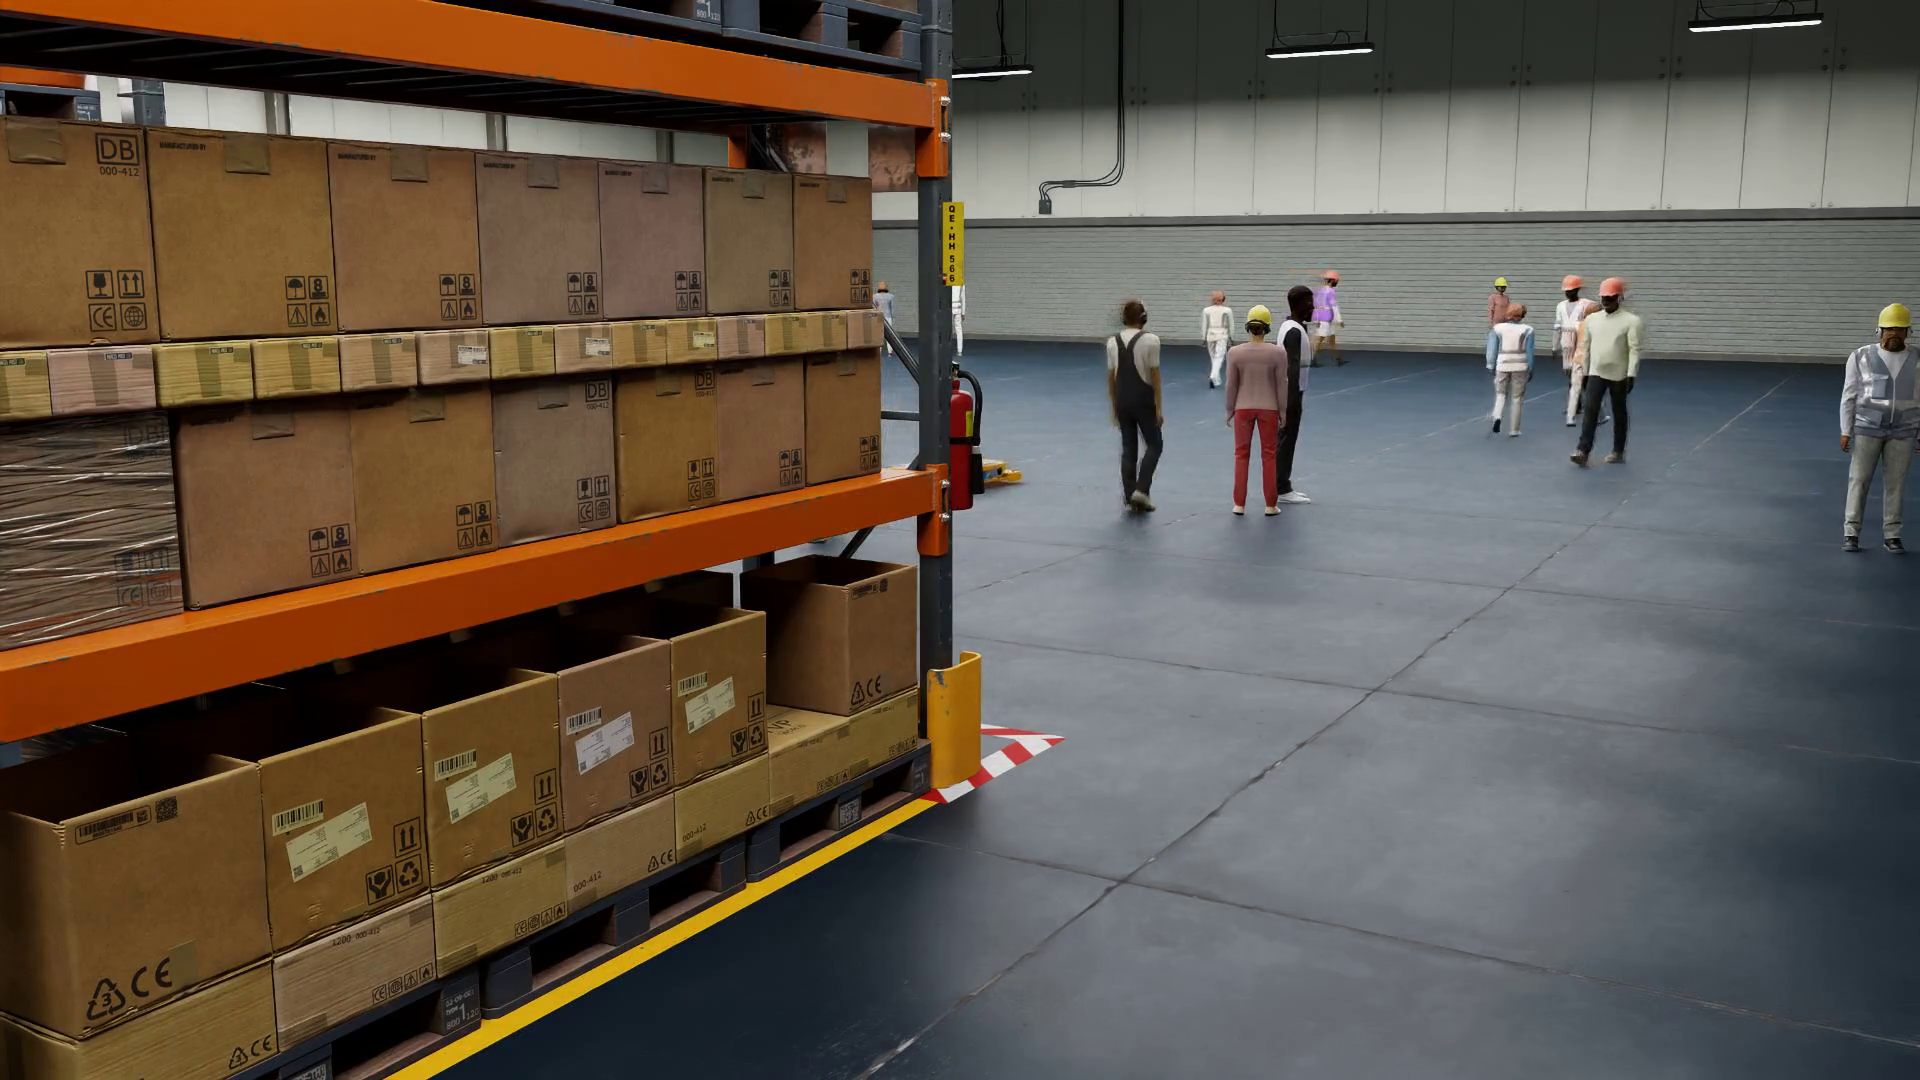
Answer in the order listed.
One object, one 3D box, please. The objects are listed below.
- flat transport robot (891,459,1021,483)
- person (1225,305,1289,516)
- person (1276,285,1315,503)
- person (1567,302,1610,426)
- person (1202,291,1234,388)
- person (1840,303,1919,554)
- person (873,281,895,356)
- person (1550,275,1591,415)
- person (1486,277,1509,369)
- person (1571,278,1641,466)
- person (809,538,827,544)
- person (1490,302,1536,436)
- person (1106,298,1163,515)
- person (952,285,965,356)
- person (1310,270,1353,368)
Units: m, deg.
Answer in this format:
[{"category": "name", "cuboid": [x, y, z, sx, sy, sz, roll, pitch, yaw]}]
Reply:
[{"category": "flat transport robot", "cuboid": [-0.115, -0.616, 15.622, 0.652, 0.197, 1.431, 8, 12, 39]}, {"category": "person", "cuboid": [2.488, -1.079, 13.959, 0.522, 1.769, 0.318, 3, 10, 15]}, {"category": "person", "cuboid": [2.936, -1.292, 14.763, 0.391, 1.918, 0.590, 1, 10, 8]}, {"category": "person", "cuboid": [8.067, -2.252, 21.322, 0.857, 1.593, 0.526, -9, 14, -44]}, {"category": "person", "cuboid": [4.257, -3.320, 27.545, 0.525, 1.608, 0.780, 5, 11, 27]}, {"category": "person", "cuboid": [6.785, -0.812, 12.203, 0.600, 1.832, 0.404, 3, 10, 17]}, {"category": "person", "cuboid": [-1.661, -4.802, 36.142, 0.497, 1.634, 0.287, -1, 10, -5]}, {"category": "person", "cuboid": [8.381, -2.660, 22.770, 0.491, 1.914, 0.585, -7, 12, -34]}, {"category": "person", "cuboid": [10.369, -4.162, 32.008, 0.533, 1.768, 0.310, -6, 11, -31]}, {"category": "person", "cuboid": [6.720, -1.730, 17.260, 0.644, 1.937, 1.012, 9, 13, 41]}, {"category": "person", "cuboid": [-1.064, -0.906, 12.634, 0.629, 1.879, 0.954, 5, 11, 26]}, {"category": "person", "cuboid": [6.653, -2.049, 20.040, 0.538, 1.626, 0.406, 7, 12, 34]}, {"category": "person", "cuboid": [1.485, -1.117, 14.009, 0.547, 1.822, 0.412, 7, 12, 34]}, {"category": "person", "cuboid": [-0.163, -4.953, 36.301, 0.575, 1.882, 0.361, -3, 10, -18]}, {"category": "person", "cuboid": [7.244, -4.305, 32.476, 0.966, 1.888, 0.562, 0, 10, -1]}]
